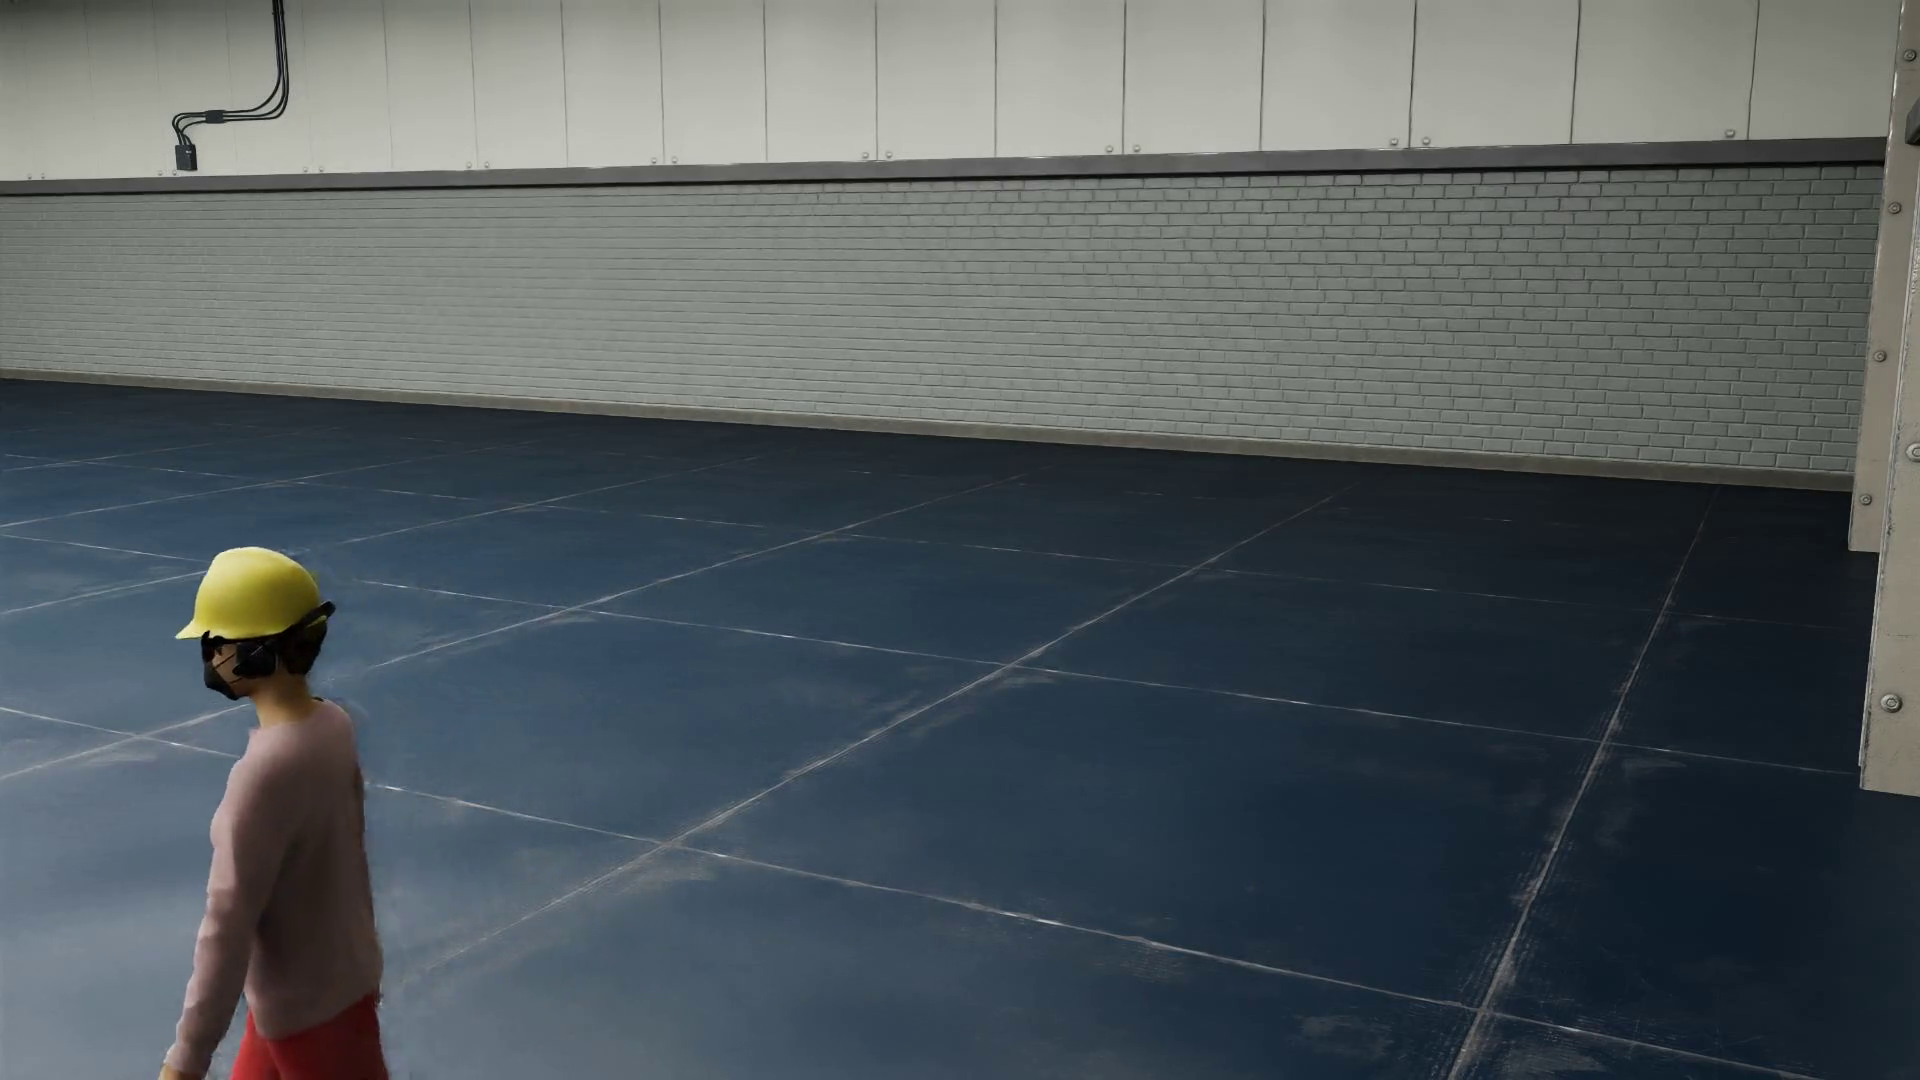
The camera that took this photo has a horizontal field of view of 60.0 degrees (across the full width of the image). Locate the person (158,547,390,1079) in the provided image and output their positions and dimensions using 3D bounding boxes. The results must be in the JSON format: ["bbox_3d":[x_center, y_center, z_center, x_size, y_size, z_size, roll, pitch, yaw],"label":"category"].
[{"bbox_3d":[-1.279,0.864,3.210,0.911,1.721,0.524,-2,11,-11],"label":"person"}]
